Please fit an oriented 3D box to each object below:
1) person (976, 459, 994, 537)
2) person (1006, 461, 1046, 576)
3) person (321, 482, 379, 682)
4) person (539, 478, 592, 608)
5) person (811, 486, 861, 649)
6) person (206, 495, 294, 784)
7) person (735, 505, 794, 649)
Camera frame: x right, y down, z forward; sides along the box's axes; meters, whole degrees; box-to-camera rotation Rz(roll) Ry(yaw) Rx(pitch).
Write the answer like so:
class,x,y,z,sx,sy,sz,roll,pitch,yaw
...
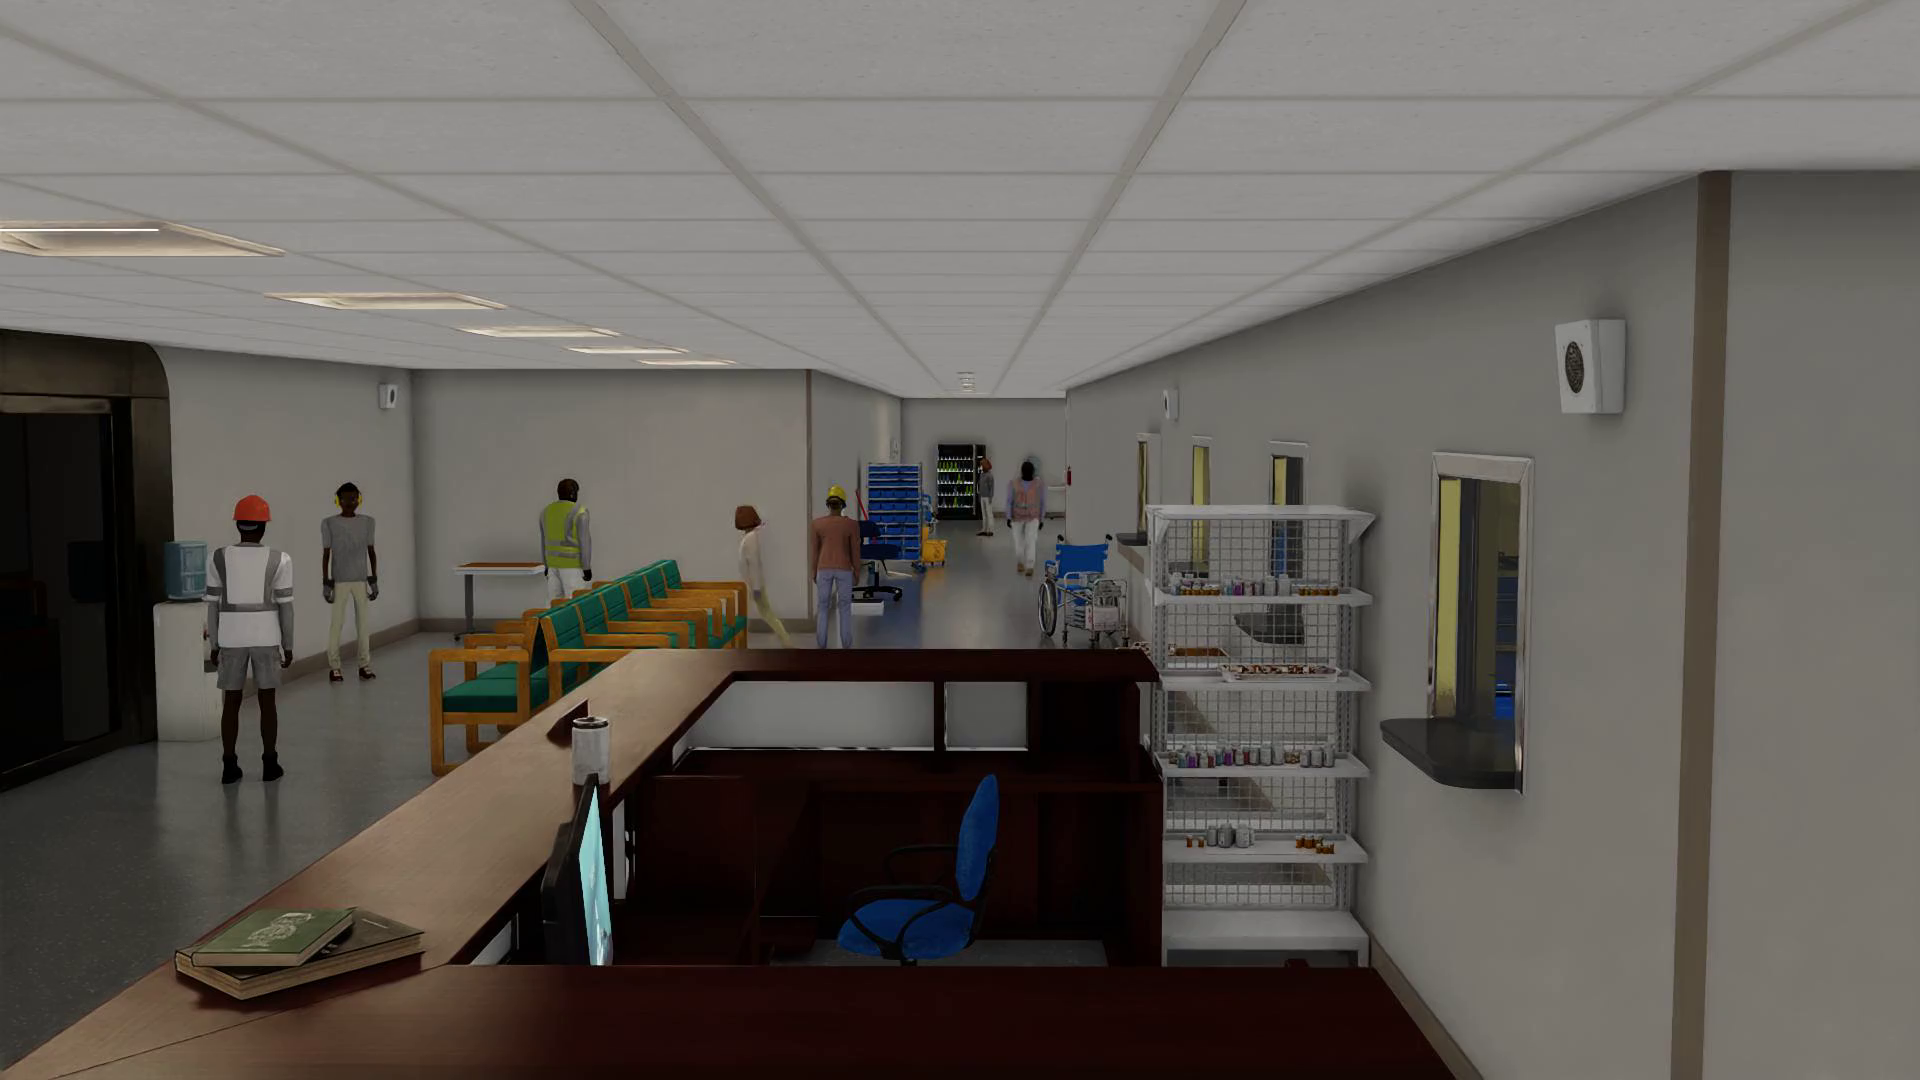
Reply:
class,x,y,z,sx,sy,sz,roll,pitch,yaw
person,0.543,-0.881,34.857,0.286,1.634,0.500,-2,5,-27
person,1.045,-0.355,26.352,0.617,1.810,0.947,0,4,5
person,-5.684,0.394,15.503,0.503,1.853,0.327,-3,5,-33
person,-4.113,0.273,17.401,0.643,1.833,0.431,2,5,30
person,-1.278,0.321,17.151,0.518,1.756,0.351,0,4,4
person,-4.752,0.665,11.166,0.544,1.933,0.379,-1,4,-13
person,-2.068,0.441,16.682,0.883,1.584,0.504,0,4,-1
